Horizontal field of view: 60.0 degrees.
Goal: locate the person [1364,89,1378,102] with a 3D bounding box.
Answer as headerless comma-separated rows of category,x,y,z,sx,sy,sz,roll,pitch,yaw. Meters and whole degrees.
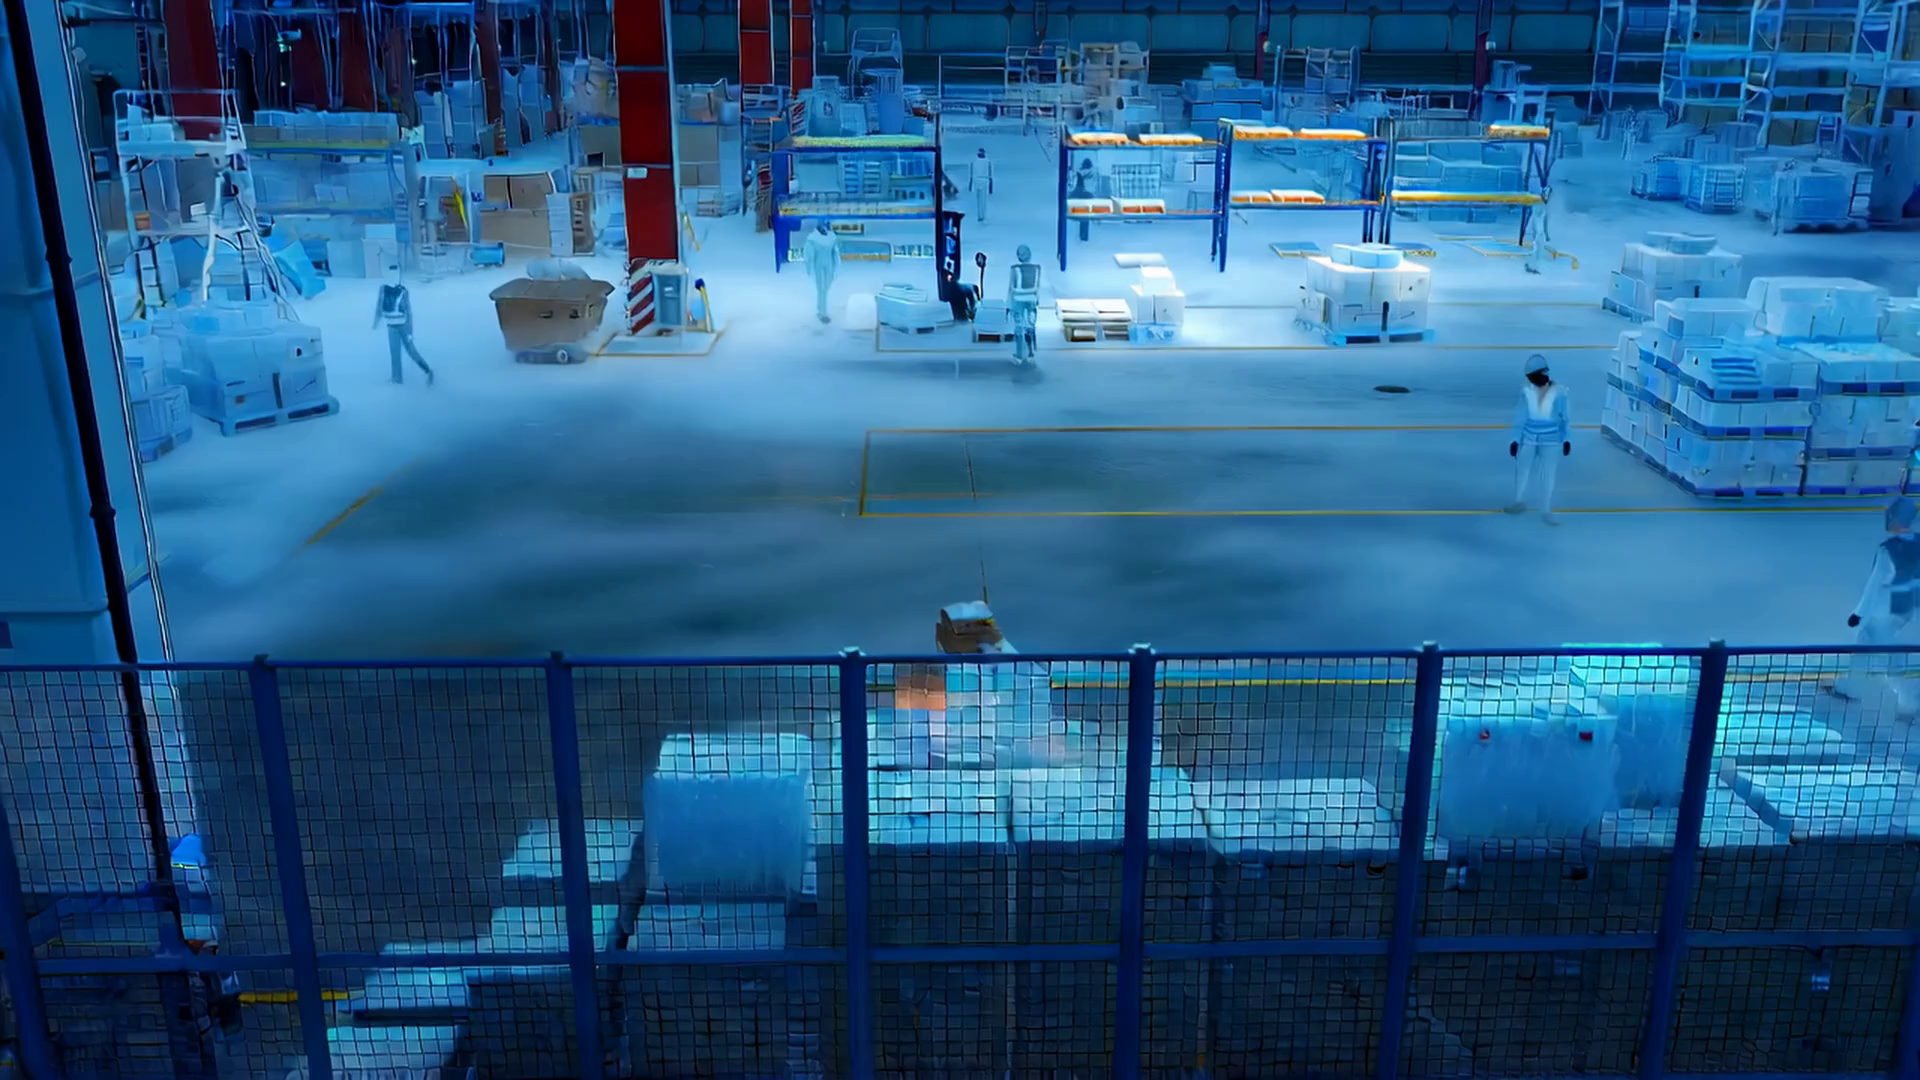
person,15.749,-16.375,63.965,0.570,1.892,0.606,1,19,2

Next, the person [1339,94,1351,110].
person,14.861,-16.439,64.514,0.536,1.652,0.848,-6,20,-17

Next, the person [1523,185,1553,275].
person,12.059,-6.419,34.501,0.386,1.847,0.510,-1,19,-2

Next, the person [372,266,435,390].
person,-8.364,-3.185,24.879,0.782,1.878,0.594,16,24,39

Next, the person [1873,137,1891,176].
person,25.148,-10.042,45.142,0.661,1.921,0.438,10,21,28

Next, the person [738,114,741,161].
person,-7.319,-13.808,56.301,0.381,1.928,0.587,1,19,2

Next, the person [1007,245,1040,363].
person,1.017,-3.772,26.596,0.585,1.882,0.344,-11,21,-29

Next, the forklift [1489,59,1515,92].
forklift,21.872,-18.053,67.426,1.129,2.768,1.873,-6,19,-16

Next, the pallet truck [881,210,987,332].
pallet truck,-0.493,-4.759,29.349,1.885,1.965,0.823,-13,23,-34

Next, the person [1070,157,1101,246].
person,2.973,-7.906,38.619,0.701,2.000,0.972,12,22,31

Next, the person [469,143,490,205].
person,-13.064,-9.969,45.328,0.779,1.663,0.539,8,20,22

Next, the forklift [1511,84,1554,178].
forklift,17.642,-12.696,51.535,1.129,2.768,1.873,-1,19,-1

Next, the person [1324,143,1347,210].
person,10.110,-9.745,44.463,0.628,1.787,1.000,-8,20,-22

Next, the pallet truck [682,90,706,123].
pallet truck,-9.671,-15.907,62.421,0.823,1.965,1.885,5,19,15

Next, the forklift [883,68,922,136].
forklift,-2.381,-15.698,60.440,1.873,2.768,1.129,-13,23,-34

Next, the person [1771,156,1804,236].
person,19.881,-8.288,39.991,0.633,1.898,1.010,11,22,30

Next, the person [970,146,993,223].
person,0.551,-9.019,42.157,0.588,1.891,0.926,-1,19,-4

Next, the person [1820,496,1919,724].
person,7.715,0.563,13.745,0.592,1.886,0.889,-16,24,-39

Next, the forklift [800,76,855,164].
forklift,-4.427,-14.116,55.747,1.129,2.768,1.873,10,21,28

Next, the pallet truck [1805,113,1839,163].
pallet truck,26.403,-11.957,50.702,0.823,1.965,1.885,6,19,16

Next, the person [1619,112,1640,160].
person,22.818,-13.746,56.623,0.541,1.599,0.835,16,25,40

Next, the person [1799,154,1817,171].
person,21.798,-9.122,42.875,0.398,1.623,0.511,-14,23,-35

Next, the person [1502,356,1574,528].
person,6.533,-1.126,18.733,0.737,1.897,0.431,14,23,35

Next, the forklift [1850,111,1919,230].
forklift,23.126,-9.083,40.816,1.873,2.768,1.129,-1,19,-2

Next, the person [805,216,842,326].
person,-2.384,-4.775,29.531,0.654,1.904,0.817,-12,22,-31
